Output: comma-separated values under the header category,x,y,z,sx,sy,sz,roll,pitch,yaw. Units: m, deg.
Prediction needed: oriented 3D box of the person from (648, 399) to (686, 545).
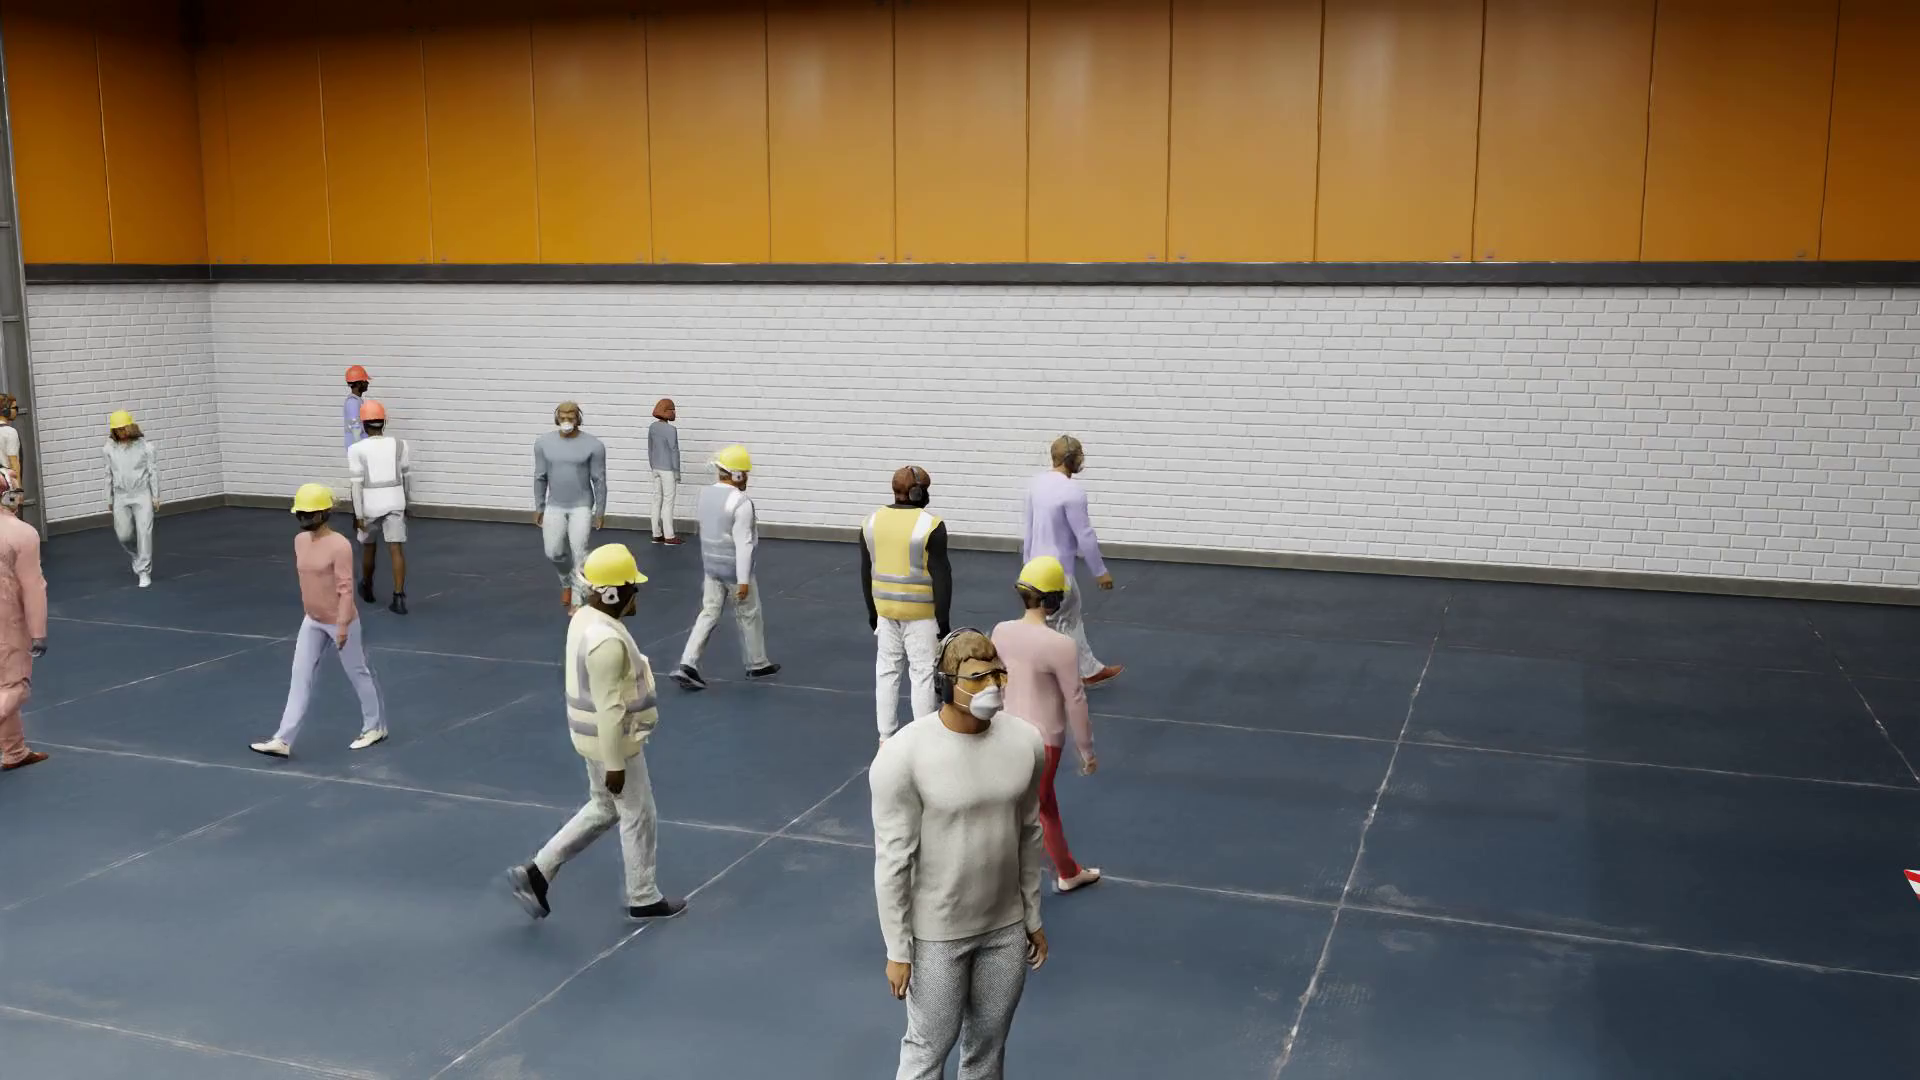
category,x,y,z,sx,sy,sz,roll,pitch,yaw
person,-3.282,-0.761,18.550,0.277,1.631,0.506,-9,13,-44

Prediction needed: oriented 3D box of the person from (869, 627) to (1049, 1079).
category,x,y,z,sx,sy,sz,roll,pitch,yaw
person,0.018,1.230,5.254,0.631,1.940,0.372,-6,11,-35

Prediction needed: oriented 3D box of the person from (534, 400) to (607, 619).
category,x,y,z,sx,sy,sz,roll,pitch,yaw
person,-3.418,-0.277,14.636,0.657,1.924,0.493,0,9,1

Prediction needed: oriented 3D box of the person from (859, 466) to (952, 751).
category,x,y,z,sx,sy,sz,roll,pitch,yaw
person,-0.314,0.453,10.382,0.626,1.840,0.430,6,11,32

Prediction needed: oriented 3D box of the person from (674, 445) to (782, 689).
category,x,y,z,sx,sy,sz,roll,pitch,yaw
person,-1.727,0.195,12.150,0.589,1.794,0.908,8,12,41

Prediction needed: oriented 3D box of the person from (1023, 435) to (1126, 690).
category,x,y,z,sx,sy,sz,roll,pitch,yaw
person,0.736,0.204,11.786,1.001,1.889,0.639,-3,10,-19

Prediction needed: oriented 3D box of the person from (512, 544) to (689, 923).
category,x,y,z,sx,sy,sz,roll,pitch,yaw
person,-1.667,0.908,7.646,0.728,1.807,0.600,-4,10,-23

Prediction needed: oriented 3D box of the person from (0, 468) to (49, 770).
category,x,y,z,sx,sy,sz,roll,pitch,yaw
person,-5.772,0.523,9.868,0.660,1.878,0.768,3,10,16

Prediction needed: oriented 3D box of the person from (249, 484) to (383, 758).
category,x,y,z,sx,sy,sz,roll,pitch,yaw
person,-3.999,0.516,10.352,0.549,1.722,0.896,5,11,29

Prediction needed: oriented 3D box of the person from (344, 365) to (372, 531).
category,x,y,z,sx,sy,sz,roll,pitch,yaw
person,-7.059,-1.081,19.584,0.346,1.942,0.546,-3,10,-20

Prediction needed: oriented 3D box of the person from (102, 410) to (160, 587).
category,x,y,z,sx,sy,sz,roll,pitch,yaw
person,-8.029,-0.419,16.175,0.500,1.723,0.528,-2,9,-14

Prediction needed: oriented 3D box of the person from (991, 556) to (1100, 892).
category,x,y,z,sx,sy,sz,roll,pitch,yaw
person,0.360,0.927,7.826,0.928,1.716,0.541,-8,12,-39

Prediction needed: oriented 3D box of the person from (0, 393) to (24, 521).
category,x,y,z,sx,sy,sz,roll,pitch,yaw
person,-9.436,-0.530,16.491,0.501,1.841,0.348,6,11,33

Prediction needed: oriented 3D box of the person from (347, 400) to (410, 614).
category,x,y,z,sx,sy,sz,roll,pitch,yaw
person,-5.228,-0.313,14.996,0.551,1.881,1.005,-5,11,-30
